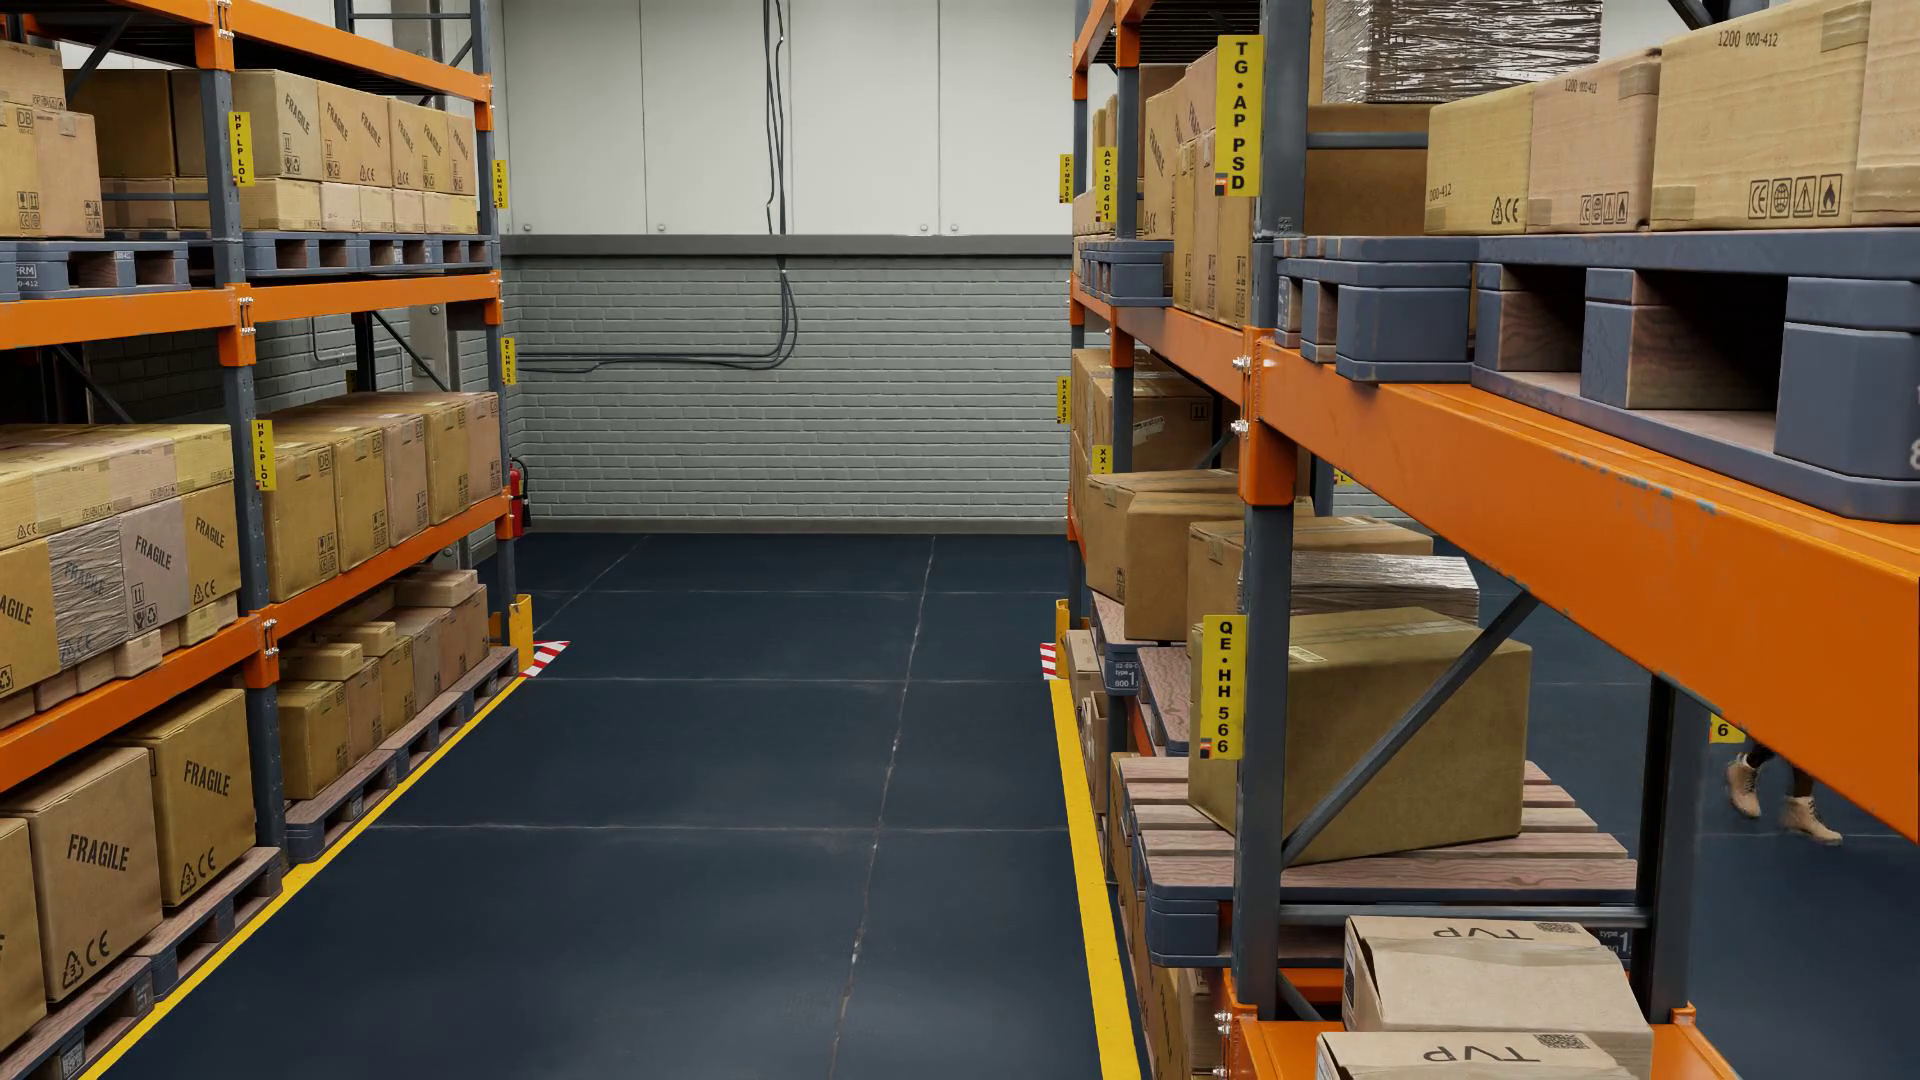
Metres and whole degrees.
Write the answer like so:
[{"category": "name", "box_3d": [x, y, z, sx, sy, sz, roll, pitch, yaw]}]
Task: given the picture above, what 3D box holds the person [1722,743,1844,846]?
[{"category": "person", "box_3d": [4.290, 0.531, 8.452, 0.641, 2.031, 0.535, -5, 11, -25]}]
